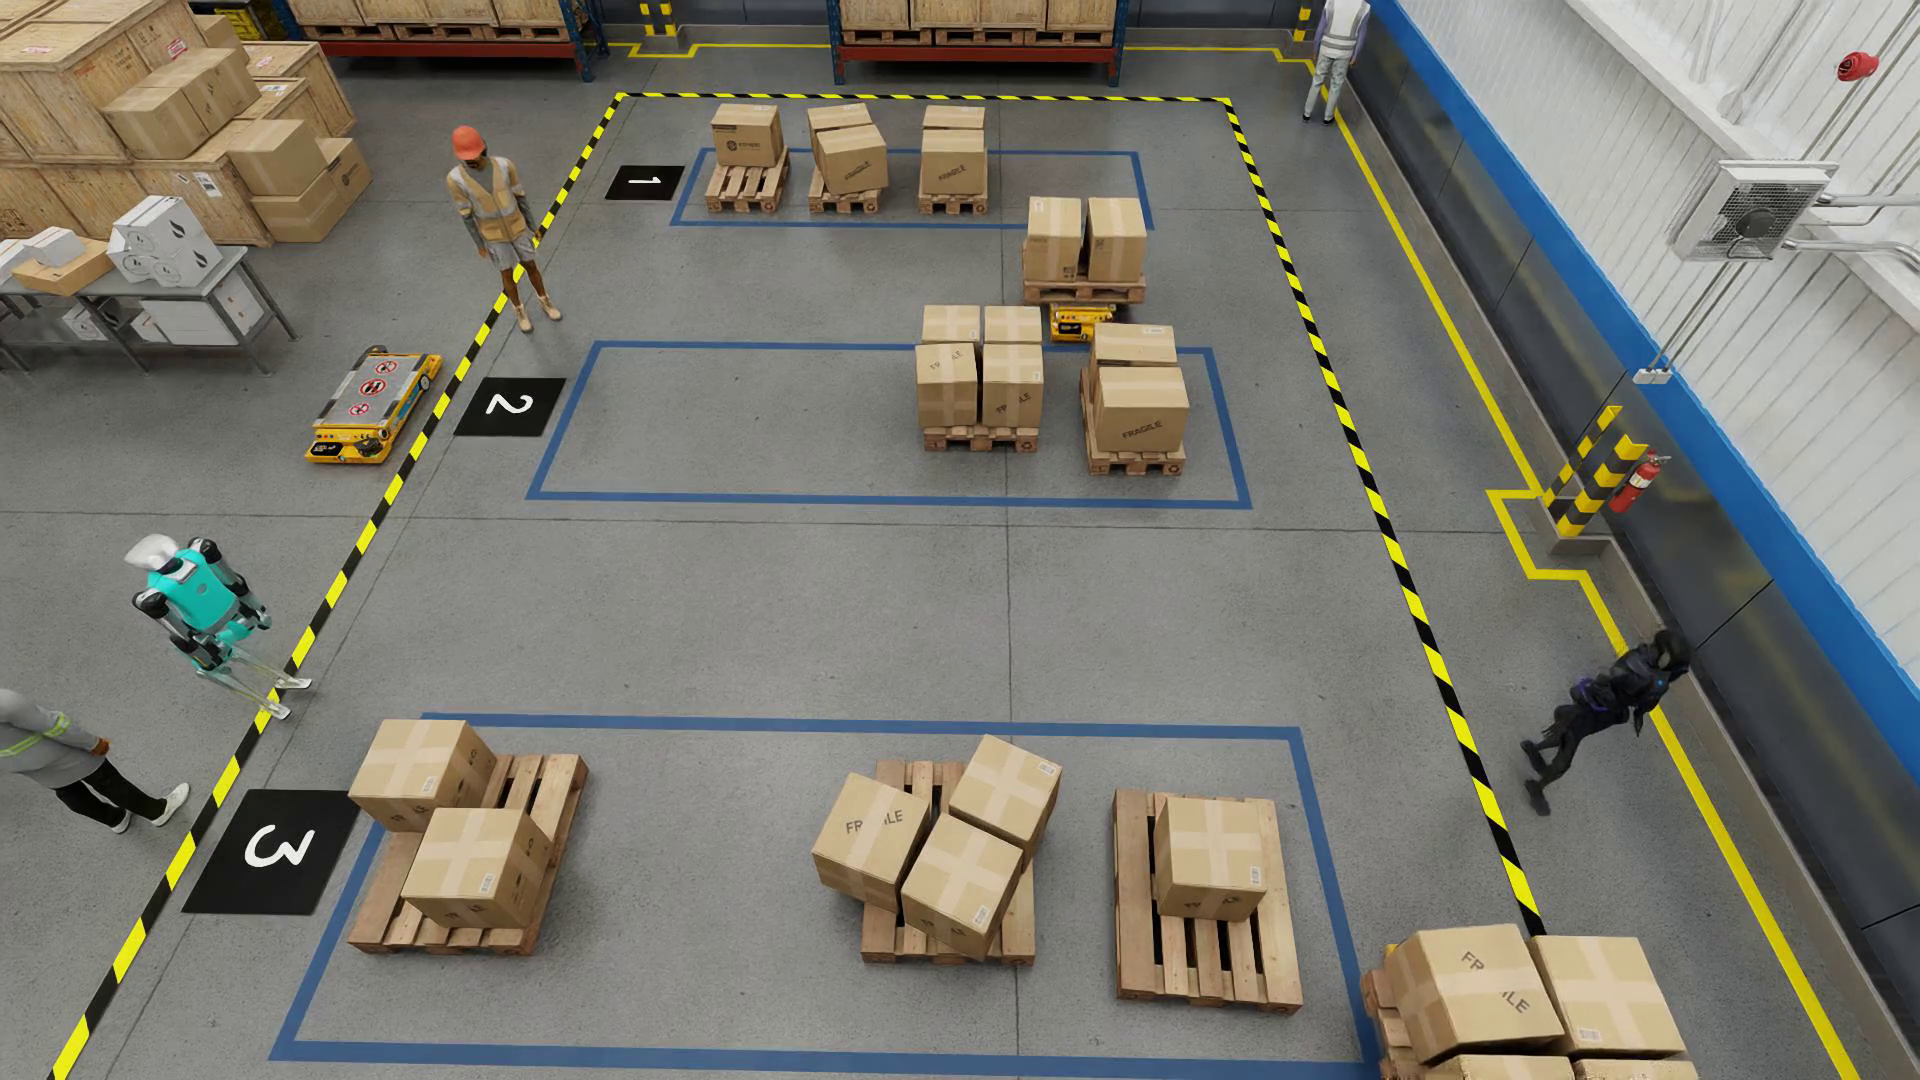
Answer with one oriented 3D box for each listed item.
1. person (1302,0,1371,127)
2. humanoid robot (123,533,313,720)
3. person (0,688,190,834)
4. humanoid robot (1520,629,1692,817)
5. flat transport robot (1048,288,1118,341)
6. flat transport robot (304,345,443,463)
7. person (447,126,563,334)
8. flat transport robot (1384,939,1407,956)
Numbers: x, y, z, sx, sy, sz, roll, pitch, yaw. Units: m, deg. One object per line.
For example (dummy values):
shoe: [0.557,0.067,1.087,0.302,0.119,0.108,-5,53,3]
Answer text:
person: [4.760,-6.192,11.588,0.587,1.822,0.403,21,53,17]
humanoid robot: [-4.836,0.546,5.855,0.735,1.677,0.533,9,50,8]
person: [-5.327,1.191,5.321,0.588,1.852,0.374,-6,50,-5]
humanoid robot: [3.911,1.079,5.538,0.589,1.642,0.557,-7,50,-6]
flat transport robot: [1.250,-2.590,9.540,0.652,0.197,1.431,1,50,1]
flat transport robot: [-5.383,-1.269,8.441,0.659,0.231,1.431,1,50,1]
person: [-4.297,-2.915,8.677,0.607,2.036,0.398,-30,56,-23]
flat transport robot: [2.820,2.904,4.892,0.652,0.197,1.431,1,50,1]
